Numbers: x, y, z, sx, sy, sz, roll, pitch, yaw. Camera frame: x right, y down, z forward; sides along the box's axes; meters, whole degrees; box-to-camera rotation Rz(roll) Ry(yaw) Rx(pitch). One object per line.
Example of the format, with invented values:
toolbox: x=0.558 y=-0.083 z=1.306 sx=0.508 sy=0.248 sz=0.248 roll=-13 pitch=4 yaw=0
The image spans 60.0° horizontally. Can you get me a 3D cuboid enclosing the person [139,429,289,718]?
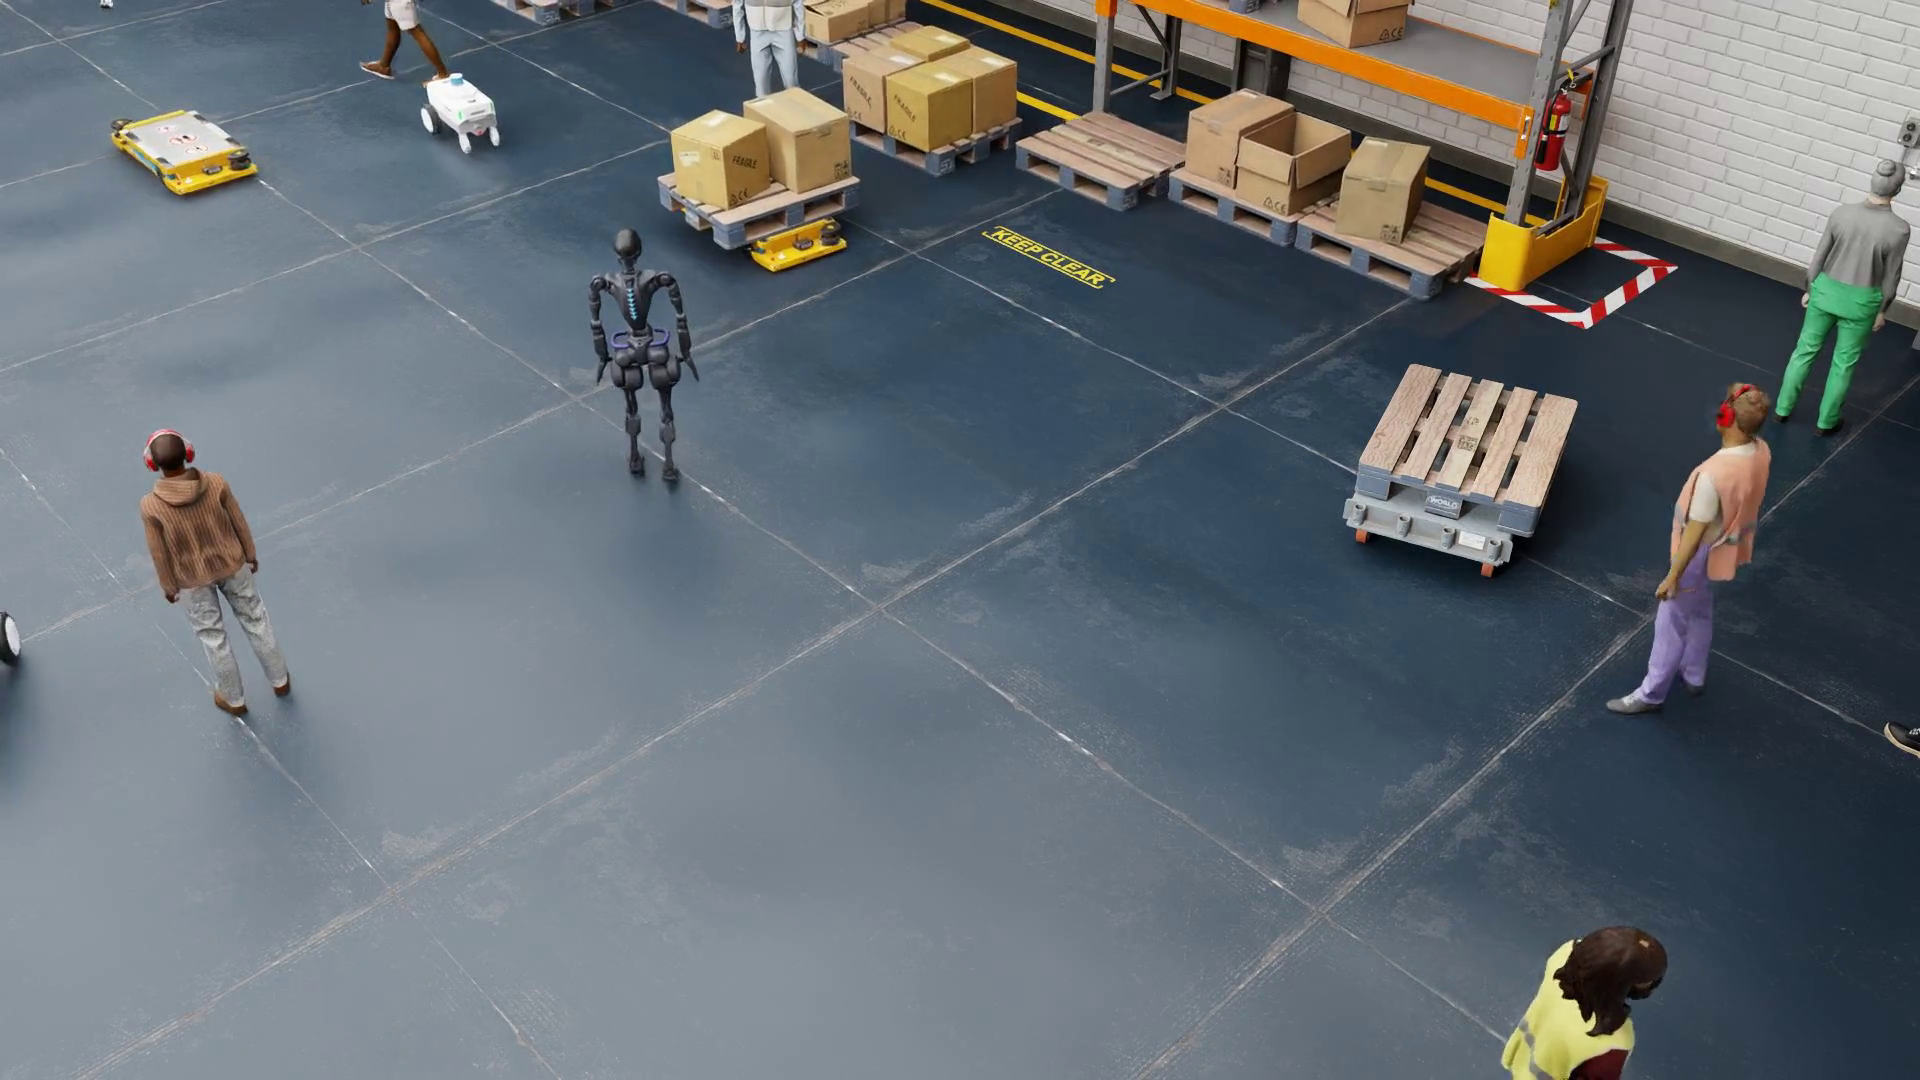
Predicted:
person: x=-3.667 y=0.172 z=8.154 sx=0.470 sy=1.651 sz=0.312 roll=-27 pitch=45 yaw=-31

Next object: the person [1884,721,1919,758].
person: x=4.908 y=0.241 z=7.807 sx=0.602 sy=1.966 sz=0.368 roll=-17 pitch=40 yaw=-21

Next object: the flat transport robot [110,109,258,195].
flat transport robot: x=-6.479 y=-3.259 z=13.848 sx=0.659 sy=0.231 sz=1.431 roll=-29 pitch=46 yaw=-33

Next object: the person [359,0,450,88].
person: x=-5.053 y=-4.909 z=14.763 sx=0.965 sy=1.794 sz=0.493 roll=5 pitch=37 yaw=7

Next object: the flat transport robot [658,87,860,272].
flat transport robot: x=-1.545 y=-2.491 z=12.832 sx=0.659 sy=0.231 sz=1.431 roll=-25 pitch=44 yaw=-29

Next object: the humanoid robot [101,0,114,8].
humanoid robot: x=-8.786 y=-6.165 z=16.557 sx=0.556 sy=1.884 sz=0.817 roll=-14 pitch=39 yaw=-18

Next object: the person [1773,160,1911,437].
person: x=5.441 y=-1.489 z=10.204 sx=0.511 sy=1.838 sz=0.341 roll=28 pitch=45 yaw=32

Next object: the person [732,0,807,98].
person: x=-1.564 y=-4.209 z=13.749 sx=0.600 sy=1.907 sz=0.398 roll=2 pitch=37 yaw=2

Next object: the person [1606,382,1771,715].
person: x=3.647 y=0.091 z=8.134 sx=0.686 sy=1.816 sz=0.391 roll=-31 pitch=47 yaw=-34

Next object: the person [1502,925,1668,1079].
person: x=2.109 y=1.917 z=5.761 sx=0.445 sy=1.751 sz=0.489 roll=2 pitch=37 yaw=3

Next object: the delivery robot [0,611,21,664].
delivery robot: x=-5.183 y=0.582 z=8.524 sx=0.499 sy=0.592 sz=0.774 roll=-11 pitch=39 yaw=-15

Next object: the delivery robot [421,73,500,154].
delivery robot: x=-4.250 y=-3.670 z=14.170 sx=0.499 sy=0.612 sz=0.801 roll=-24 pitch=43 yaw=-29

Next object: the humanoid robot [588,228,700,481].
humanoid robot: x=-1.856 y=-1.098 z=9.818 sx=0.608 sy=1.653 sz=0.390 roll=-4 pitch=37 yaw=-5
